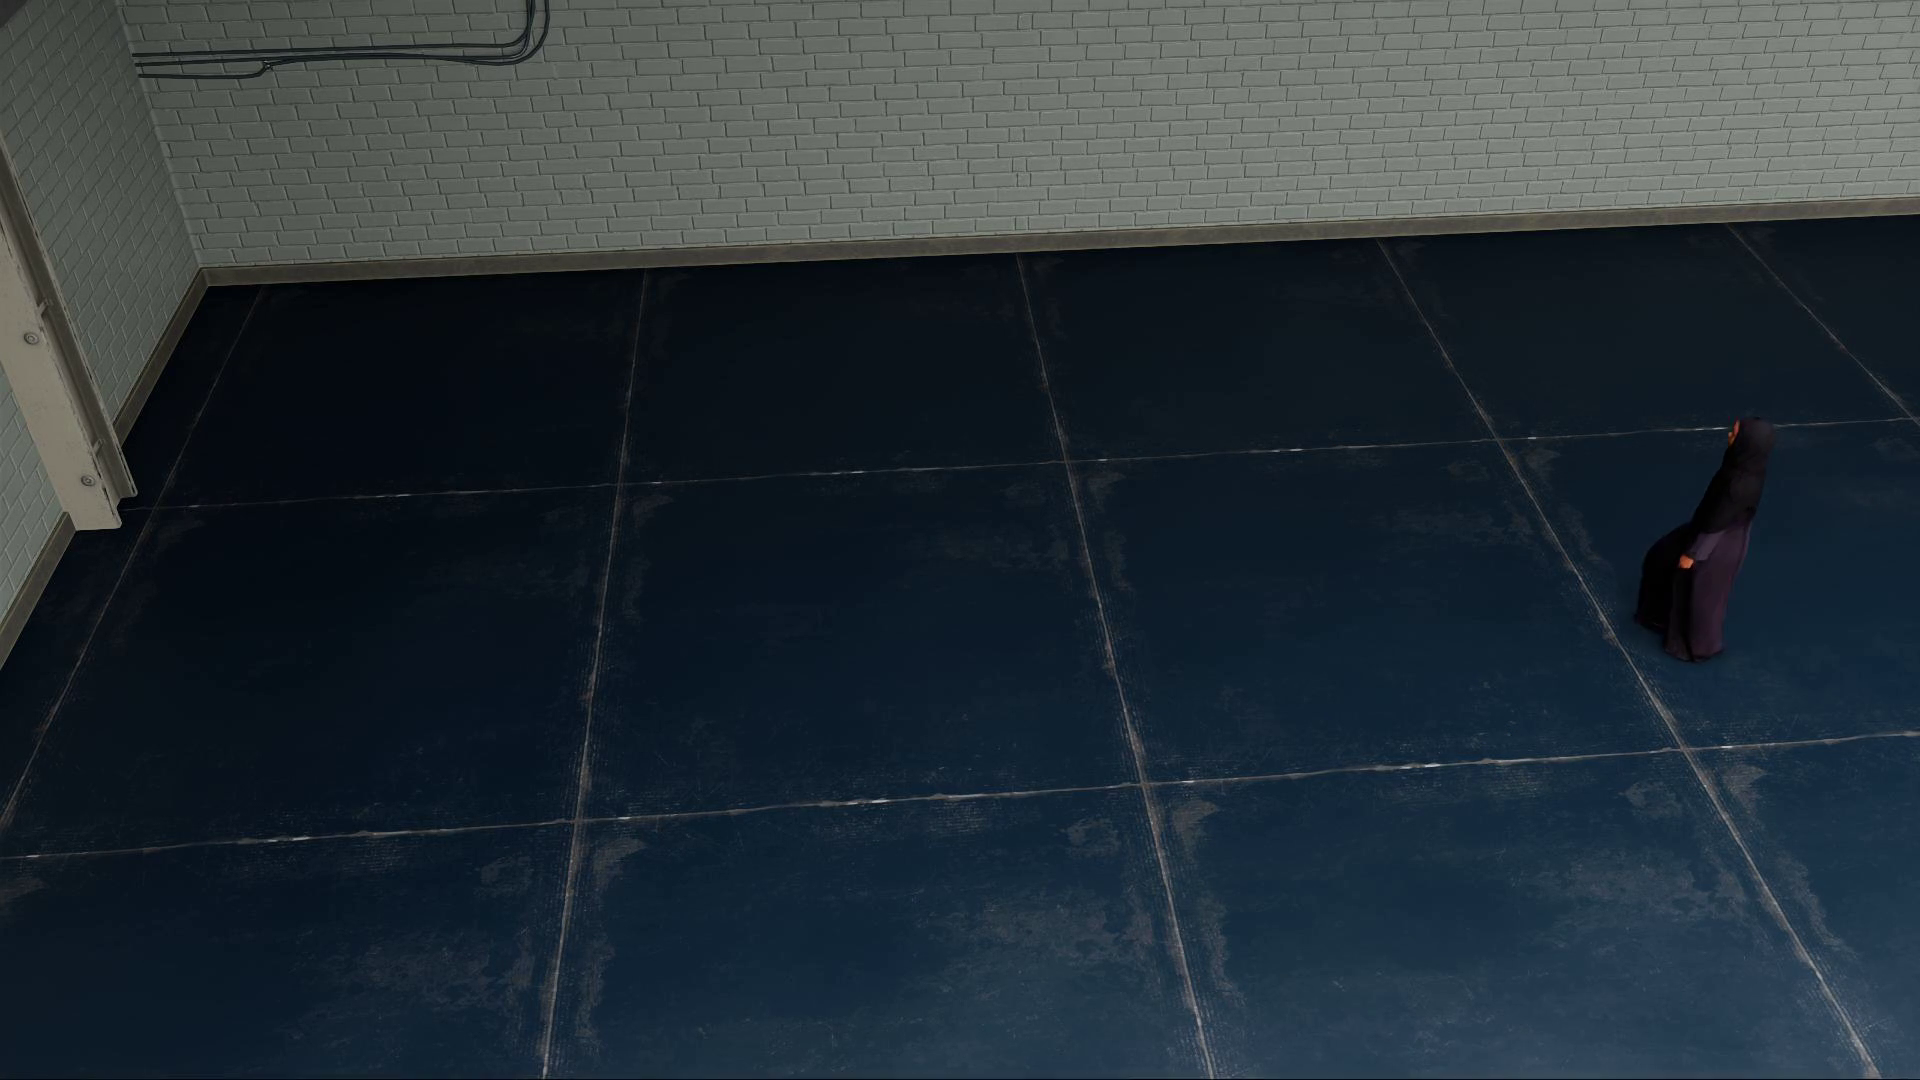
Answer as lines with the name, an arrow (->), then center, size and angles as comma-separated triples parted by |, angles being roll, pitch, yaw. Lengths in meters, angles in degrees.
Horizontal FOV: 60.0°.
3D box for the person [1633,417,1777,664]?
person -> 4.278, 0.030, 9.235 | 0.866, 1.610, 0.840 | 17, 41, 20
